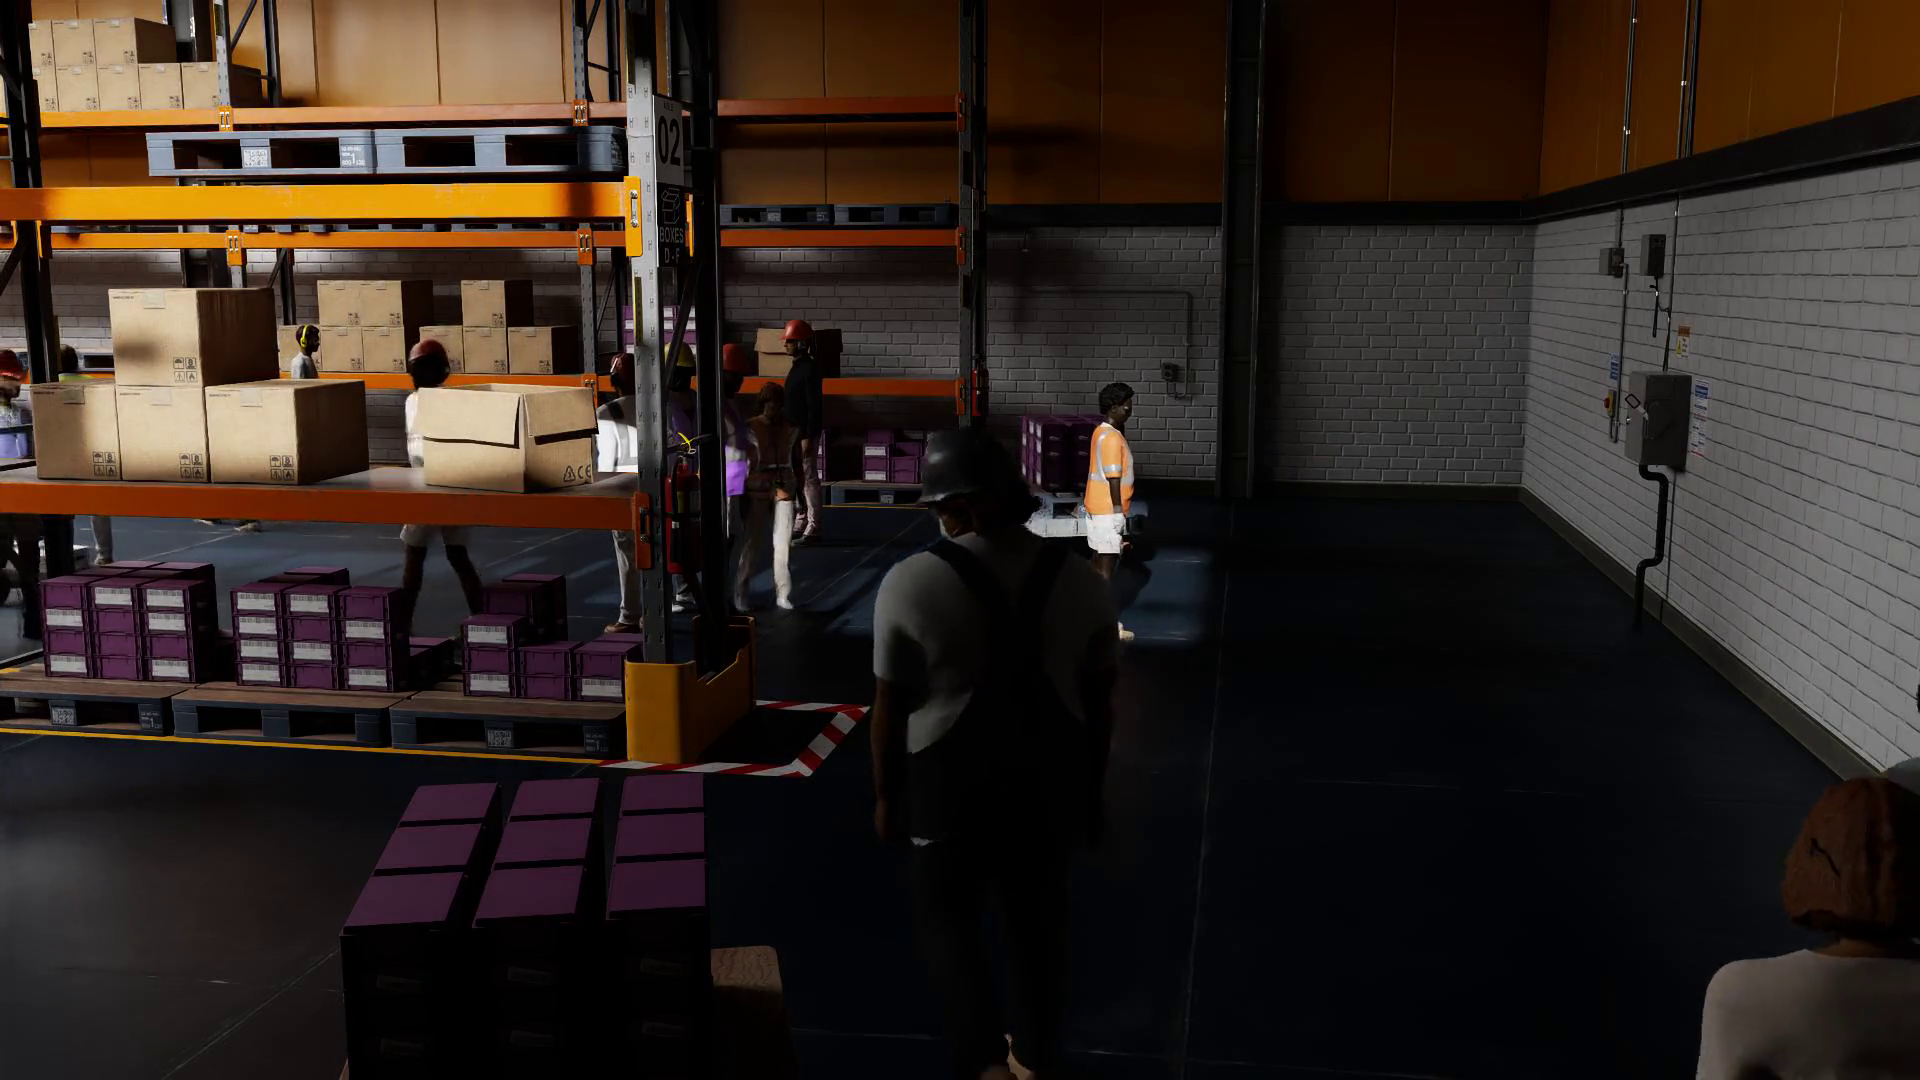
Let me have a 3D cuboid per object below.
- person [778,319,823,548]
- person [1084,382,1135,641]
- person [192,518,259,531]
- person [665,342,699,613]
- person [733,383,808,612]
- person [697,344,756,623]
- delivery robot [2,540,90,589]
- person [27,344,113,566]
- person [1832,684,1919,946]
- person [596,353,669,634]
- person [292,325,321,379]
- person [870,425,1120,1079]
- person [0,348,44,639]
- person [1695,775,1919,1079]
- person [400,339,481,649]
[{"bbox_3d":[-1.393,-0.931,14.604,0.377,1.995,0.608,-4,10,-23],"label":"person"},{"bbox_3d":[0.985,-0.190,10.942,0.321,1.692,0.529,-1,9,-5],"label":"person"},{"bbox_3d":[-6.930,-1.041,15.573,1.020,1.919,0.601,5,10,28],"label":"person"},{"bbox_3d":[-2.000,-0.454,11.853,0.370,1.927,0.588,5,11,30],"label":"person"},{"bbox_3d":[-1.347,-0.292,11.823,0.551,1.634,0.380,-5,10,-28],"label":"person"},{"bbox_3d":[-1.555,-0.345,11.162,0.376,1.931,0.542,1,9,7],"label":"person"},{"bbox_3d":[-6.698,0.142,12.108,0.707,0.478,0.477,4,10,22],"label":"delivery robot"},{"bbox_3d":[-7.148,-0.655,13.407,0.629,1.837,0.429,-7,12,-38],"label":"person"},{"bbox_3d":[1.942,1.050,2.942,0.765,1.800,0.461,4,10,25],"label":"person"},{"bbox_3d":[-2.159,-0.289,10.967,0.357,1.883,0.573,8,12,40],"label":"person"},{"bbox_3d":[-6.741,-1.293,17.240,0.309,1.868,0.532,-2,9,-14],"label":"person"},{"bbox_3d":[0.111,0.662,4.574,0.696,2.000,0.769,-3,10,-19],"label":"person"},{"bbox_3d":[-6.282,-0.290,10.850,0.695,1.923,0.552,3,10,17],"label":"person"},{"bbox_3d":[1.420,1.177,2.654,0.532,1.616,0.437,2,9,12],"label":"person"},{"bbox_3d":[-3.419,-0.293,10.717,0.871,1.972,0.685,3,10,20],"label":"person"}]
